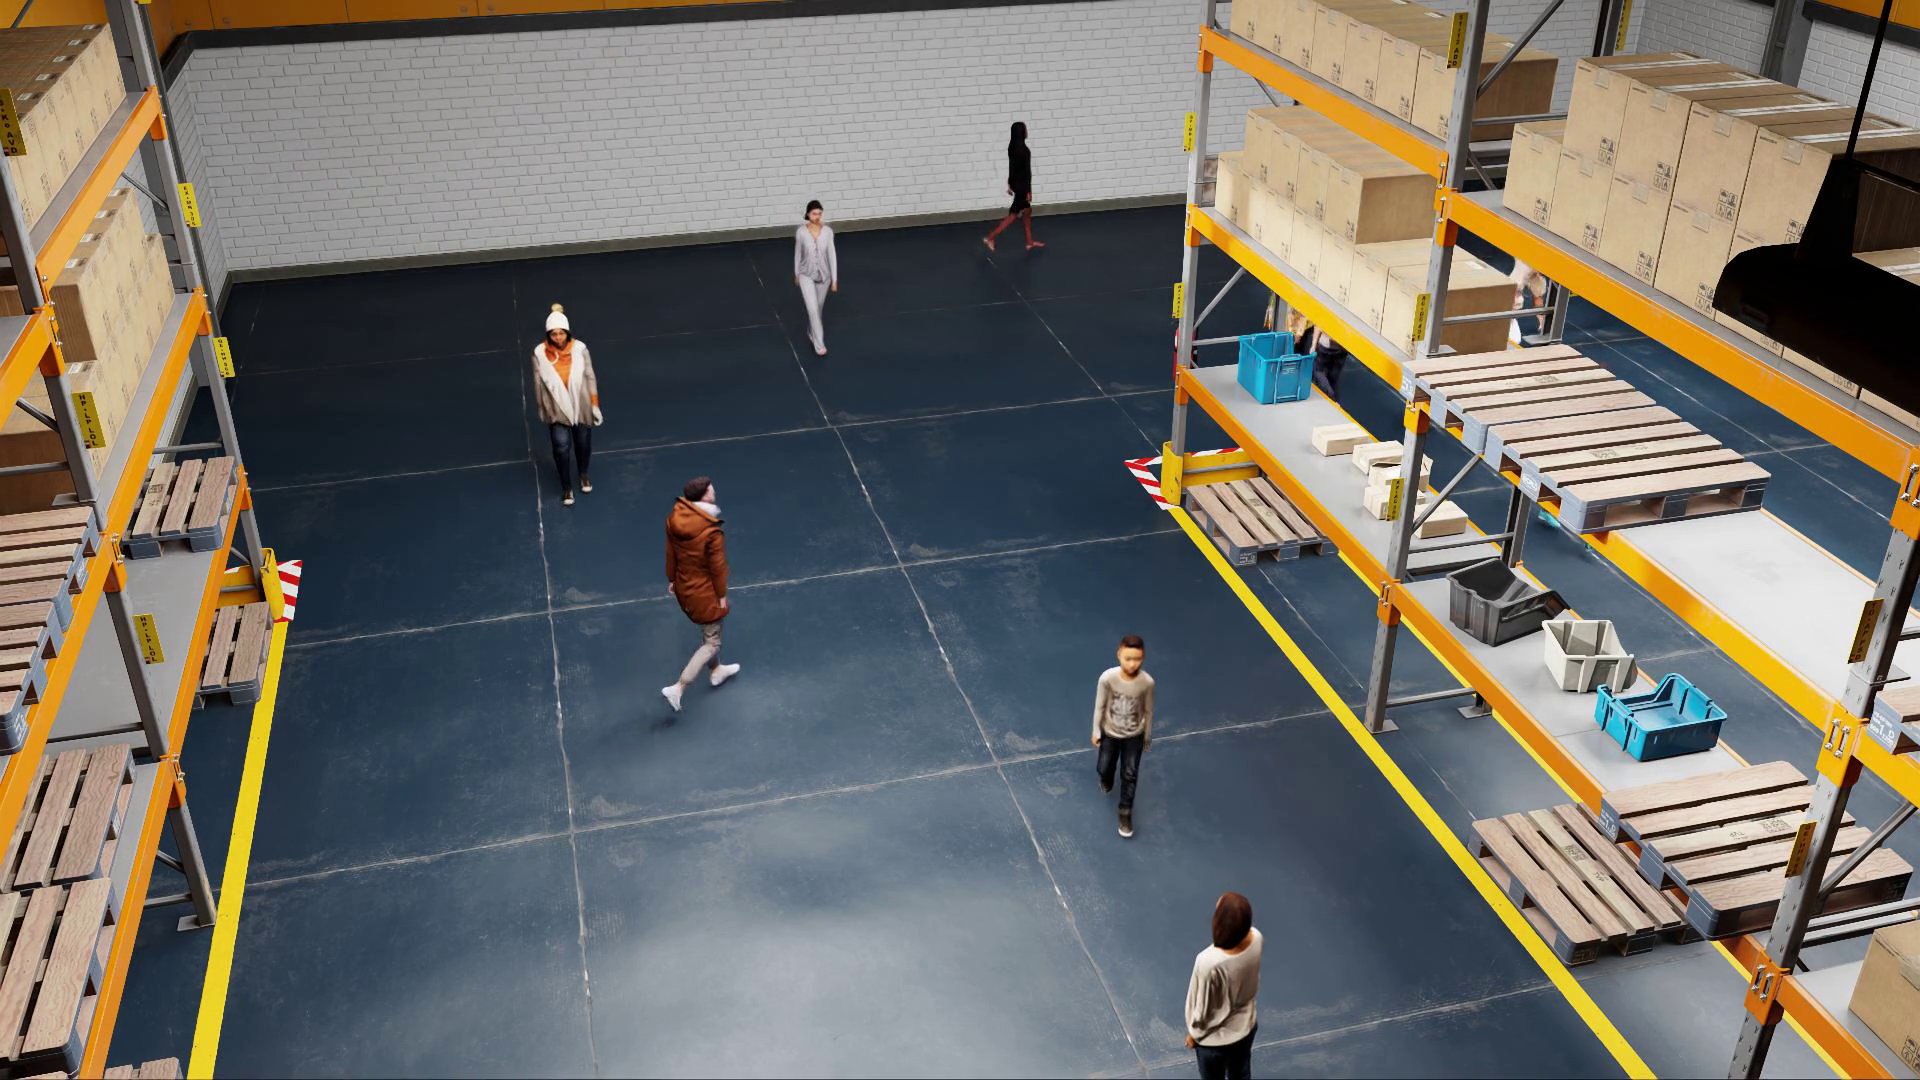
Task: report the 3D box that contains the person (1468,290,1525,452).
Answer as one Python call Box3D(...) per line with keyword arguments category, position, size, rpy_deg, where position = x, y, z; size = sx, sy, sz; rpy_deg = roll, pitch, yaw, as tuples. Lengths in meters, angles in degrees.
Box3D(category="person", position=(5.129, -1.635, 16.108), size=(0.705, 1.723, 0.744), rpy_deg=(-25, 37, -38))

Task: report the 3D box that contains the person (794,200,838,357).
Box3D(category="person", position=(-1.628, -2.941, 18.510), size=(0.594, 1.715, 1.107), rpy_deg=(-8, 30, -14))

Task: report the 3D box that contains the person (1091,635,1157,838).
Box3D(category="person", position=(1.085, 1.247, 11.105), size=(0.702, 1.454, 0.859), rpy_deg=(2, 29, 3))

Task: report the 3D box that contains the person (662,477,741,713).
Box3D(category="person", position=(-1.966, 0.420, 12.255), size=(1.152, 1.805, 1.127), rpy_deg=(22, 36, 35))

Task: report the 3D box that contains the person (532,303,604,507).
Box3D(category="person", position=(-3.625, -1.308, 15.350), size=(0.742, 1.875, 0.794), rpy_deg=(-11, 31, -20))

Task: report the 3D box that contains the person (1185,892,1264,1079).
Box3D(category="person", position=(1.372, 2.495, 8.579), size=(0.687, 1.683, 0.677), rpy_deg=(-21, 35, -33))

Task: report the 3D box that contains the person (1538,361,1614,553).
Box3D(category="person", position=(5.407, -0.787, 14.611), size=(0.697, 1.667, 1.140), rpy_deg=(-12, 31, -21))

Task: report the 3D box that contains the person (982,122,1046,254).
Box3D(category="person", position=(0.680, -4.494, 21.380), size=(0.791, 1.693, 1.105), rpy_deg=(-11, 31, -20))
